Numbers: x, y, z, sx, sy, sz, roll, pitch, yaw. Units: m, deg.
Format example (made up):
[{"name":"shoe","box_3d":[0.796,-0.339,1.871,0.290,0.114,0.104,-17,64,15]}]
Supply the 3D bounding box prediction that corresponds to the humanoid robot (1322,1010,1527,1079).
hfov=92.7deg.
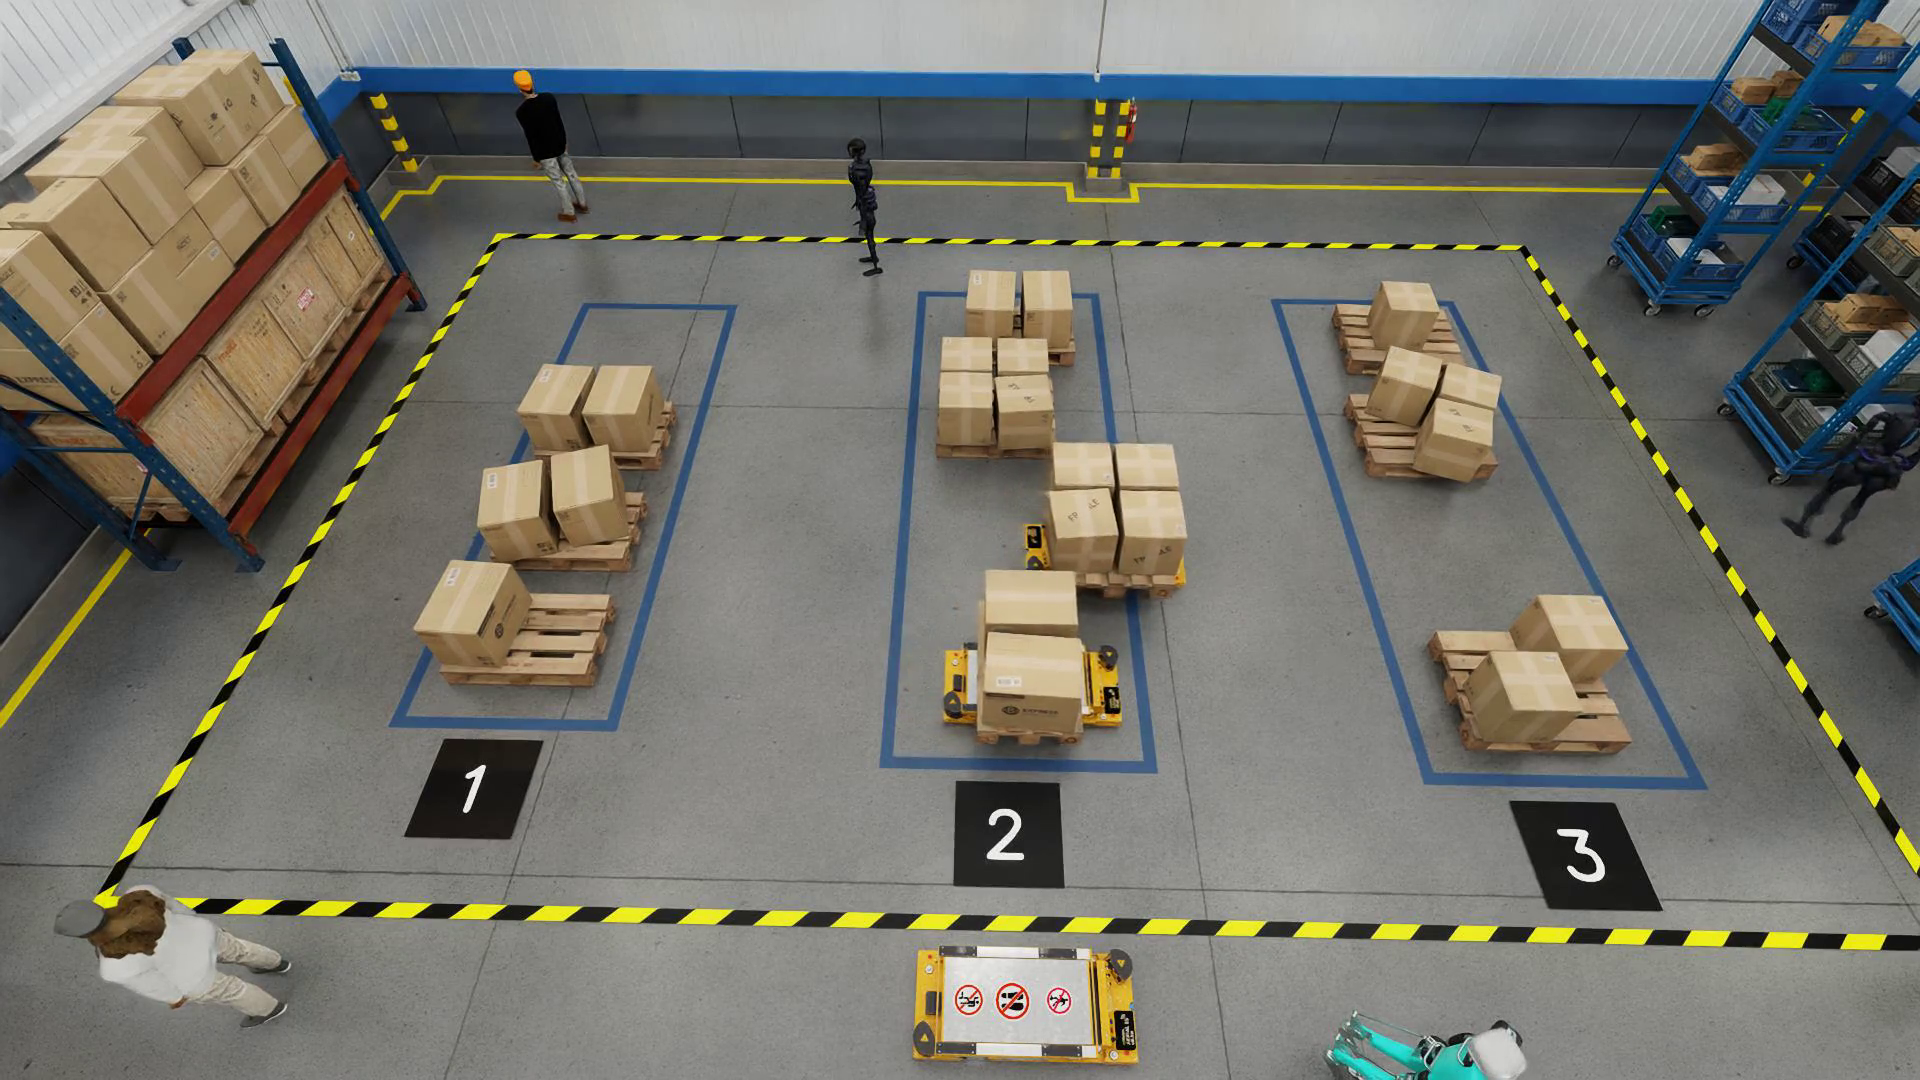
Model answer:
[{"name":"humanoid robot","box_3d":[2.439,2.858,5.122,0.533,1.676,0.735,-36,59,-26]}]

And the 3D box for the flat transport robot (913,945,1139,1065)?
[{"name":"flat transport robot","box_3d":[0.422,3.041,6.007,1.431,0.231,0.659,1,51,1]}]

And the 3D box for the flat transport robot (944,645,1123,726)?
[{"name":"flat transport robot","box_3d":[0.591,1.174,7.511,1.431,0.197,0.652,1,51,1]}]

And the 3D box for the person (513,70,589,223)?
[{"name":"person","box_3d":[-5.110,-4.871,11.418,0.385,1.880,0.585,23,54,18]}]

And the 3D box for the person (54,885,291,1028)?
[{"name":"person","box_3d":[-4.638,2.497,5.482,0.396,1.766,0.572,-13,52,-11]}]

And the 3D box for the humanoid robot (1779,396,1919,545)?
[{"name":"humanoid robot","box_3d":[8.031,-0.615,8.082,0.591,1.646,0.410,16,53,13]}]

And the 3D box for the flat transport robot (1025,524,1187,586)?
[{"name":"flat transport robot","box_3d":[1.322,0.100,8.386,1.431,0.197,0.652,1,51,1]}]

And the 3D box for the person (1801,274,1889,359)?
[{"name":"person","box_3d":[9.362,-2.365,9.341,0.626,1.934,0.372,6,51,5]}]

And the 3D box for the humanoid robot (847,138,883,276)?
[{"name":"humanoid robot","box_3d":[-1.125,-3.893,10.740,0.315,1.657,0.599,-7,51,-6]}]
